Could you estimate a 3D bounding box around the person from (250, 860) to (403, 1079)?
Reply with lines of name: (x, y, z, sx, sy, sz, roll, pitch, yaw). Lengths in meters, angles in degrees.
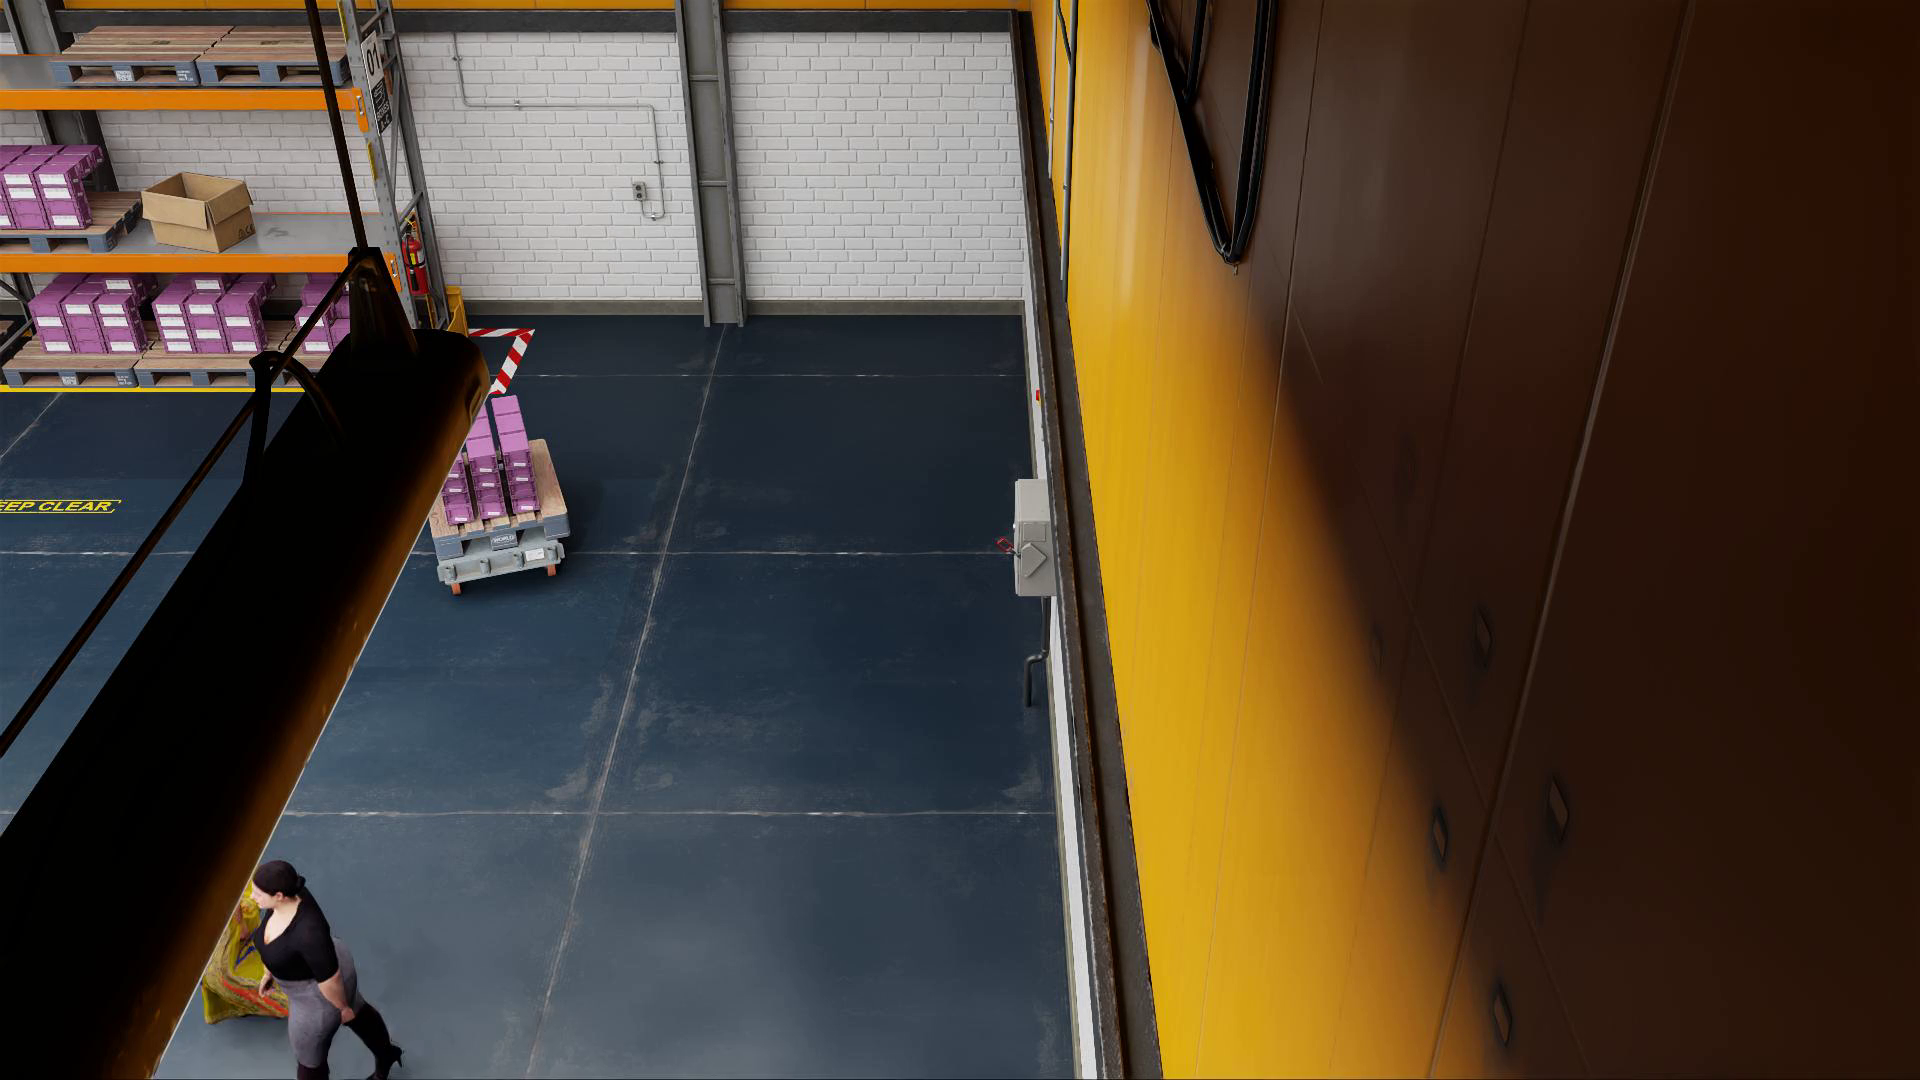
person: (-3.150, 2.234, 8.463, 1.074, 1.727, 0.941, -19, 38, -26)

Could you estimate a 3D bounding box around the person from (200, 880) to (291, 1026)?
person: (-3.878, 1.937, 8.982, 1.041, 1.645, 0.987, -24, 41, -32)
